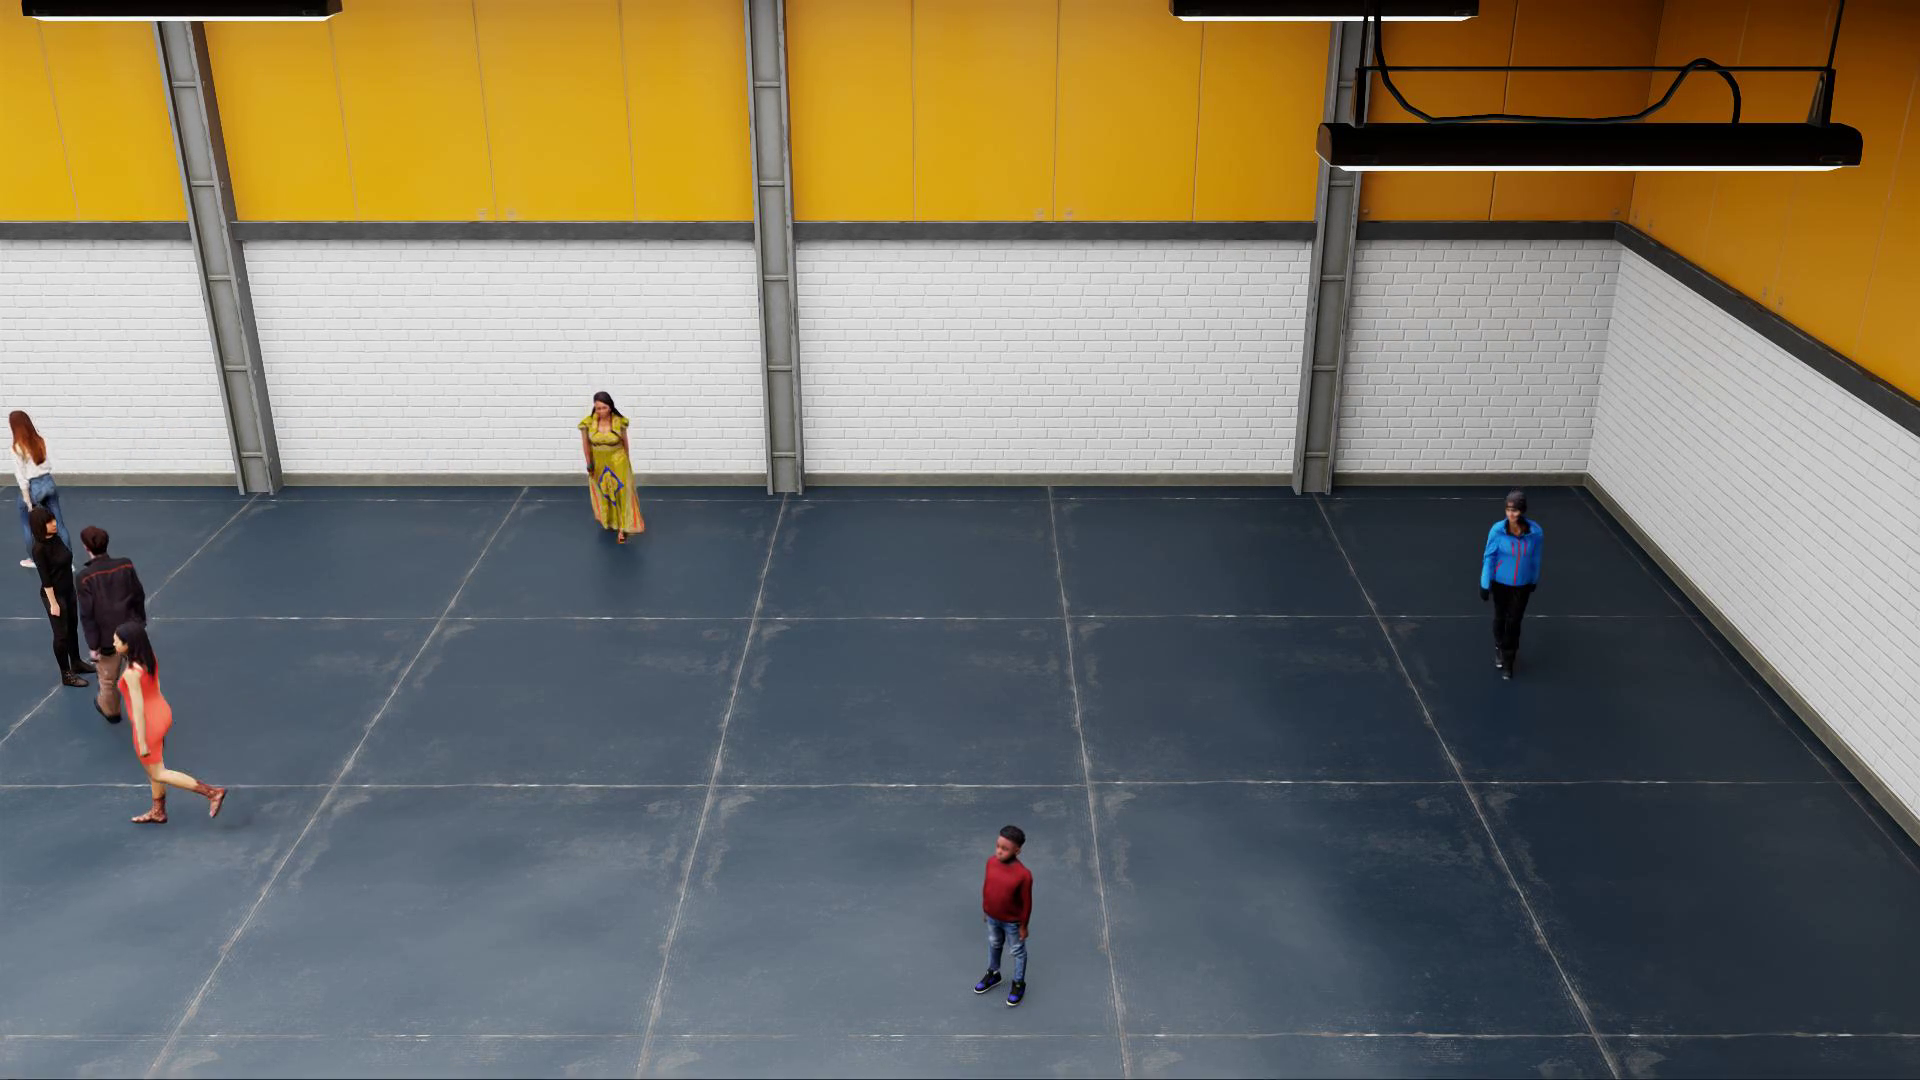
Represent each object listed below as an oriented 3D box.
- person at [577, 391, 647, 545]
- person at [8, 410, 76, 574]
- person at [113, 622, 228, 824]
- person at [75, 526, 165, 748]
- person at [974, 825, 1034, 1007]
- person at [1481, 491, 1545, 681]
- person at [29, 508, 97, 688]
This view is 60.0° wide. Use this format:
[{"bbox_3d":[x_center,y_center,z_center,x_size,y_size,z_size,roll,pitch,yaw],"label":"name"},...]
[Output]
[{"bbox_3d":[-3.707,-0.810,17.530,1.155,1.613,0.971,-5,24,-10],"label":"person"},{"bbox_3d":[-9.134,-0.460,16.611,0.948,1.708,0.808,12,27,26],"label":"person"},{"bbox_3d":[-5.930,1.393,12.382,1.002,1.701,0.656,-2,24,-5],"label":"person"},{"bbox_3d":[-6.753,0.830,13.451,1.288,1.875,1.191,19,30,37],"label":"person"},{"bbox_3d":[0.302,2.380,10.678,0.567,1.256,0.647,15,28,31],"label":"person"},{"bbox_3d":[4.878,0.361,14.667,0.827,1.762,0.841,5,24,12],"label":"person"},{"bbox_3d":[-7.891,0.477,14.550,0.497,1.642,0.571,-1,24,-2],"label":"person"}]
